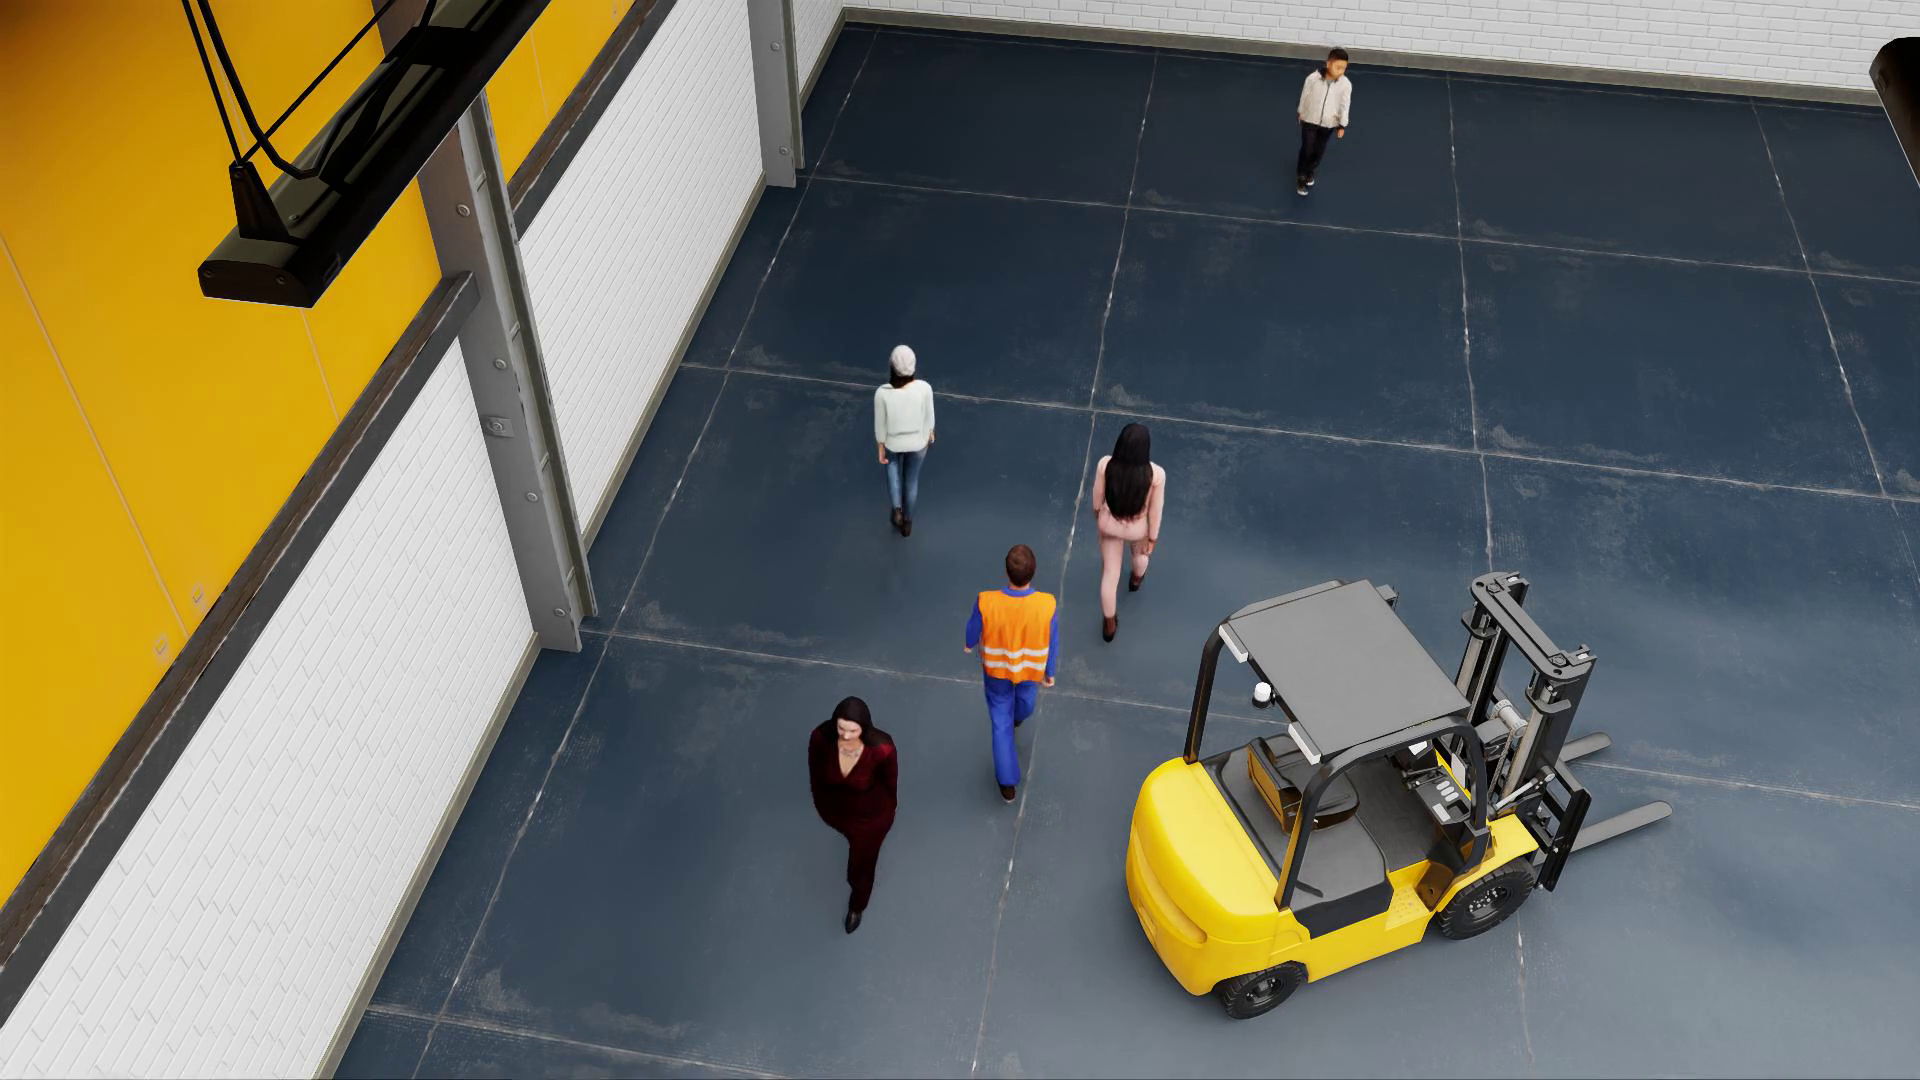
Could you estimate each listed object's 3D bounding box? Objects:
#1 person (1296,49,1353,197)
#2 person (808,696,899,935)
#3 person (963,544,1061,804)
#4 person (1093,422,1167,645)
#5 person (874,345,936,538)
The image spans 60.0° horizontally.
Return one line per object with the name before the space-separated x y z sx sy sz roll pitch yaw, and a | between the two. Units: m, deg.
person | 3.263 -3.874 15.164 0.640 1.422 0.736 8 44 8
person | -0.563 1.407 9.403 0.743 1.722 1.113 13 45 13
person | 0.321 0.840 9.926 0.882 1.821 1.177 -4 44 -4
person | 1.062 -0.004 10.906 0.618 1.691 0.974 7 44 7
person | -0.376 -0.650 11.627 0.632 1.634 0.645 -3 44 -3
